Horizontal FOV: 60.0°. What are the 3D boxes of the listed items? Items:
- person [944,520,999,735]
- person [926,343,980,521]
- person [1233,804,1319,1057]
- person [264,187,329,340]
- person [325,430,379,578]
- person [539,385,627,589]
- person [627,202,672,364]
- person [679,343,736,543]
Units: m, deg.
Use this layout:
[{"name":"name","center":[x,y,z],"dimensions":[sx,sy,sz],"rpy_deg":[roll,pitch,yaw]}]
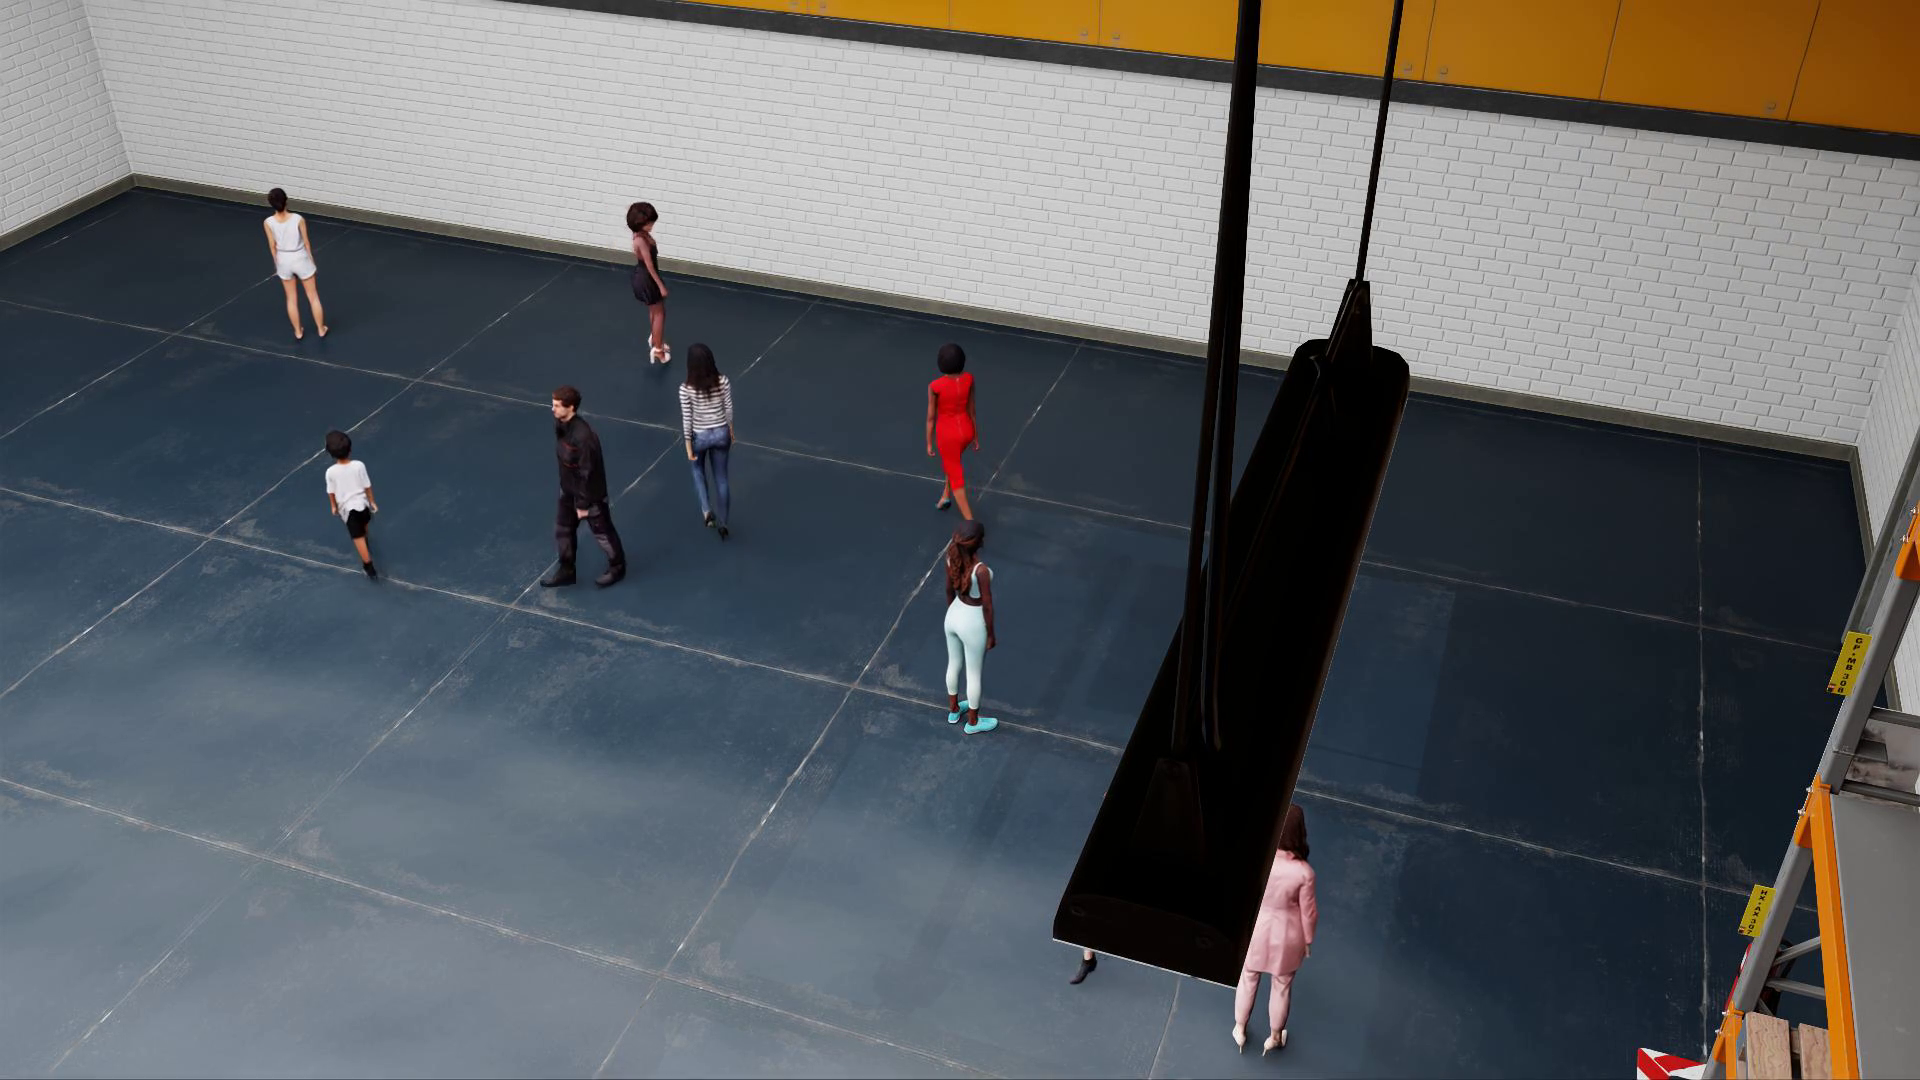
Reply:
[{"name":"person","center":[0.050,0.602,11.714],"dimensions":[0.656,1.724,0.645],"rpy_deg":[-29,43,-36]},{"name":"person","center":[-0.006,-0.770,13.801],"dimensions":[1.090,1.699,1.096],"rpy_deg":[-17,37,-24]},{"name":"person","center":[1.725,2.198,9.243],"dimensions":[0.605,1.801,0.508],"rpy_deg":[12,35,17]},{"name":"person","center":[-6.789,-2.825,16.971],"dimensions":[0.640,1.611,0.658],"rpy_deg":[-5,34,-8]},{"name":"person","center":[-4.907,-0.267,13.473],"dimensions":[0.884,1.224,0.874],"rpy_deg":[-19,38,-27]},{"name":"person","center":[-2.898,-0.425,13.178],"dimensions":[1.086,1.814,0.990],"rpy_deg":[-25,41,-33]},{"name":"person","center":[-3.111,-2.479,16.317],"dimensions":[0.815,1.759,0.728],"rpy_deg":[-17,37,-24]},{"name":"person","center":[-2.037,-0.754,13.706],"dimensions":[0.760,1.776,0.818],"rpy_deg":[-10,35,-15]}]
